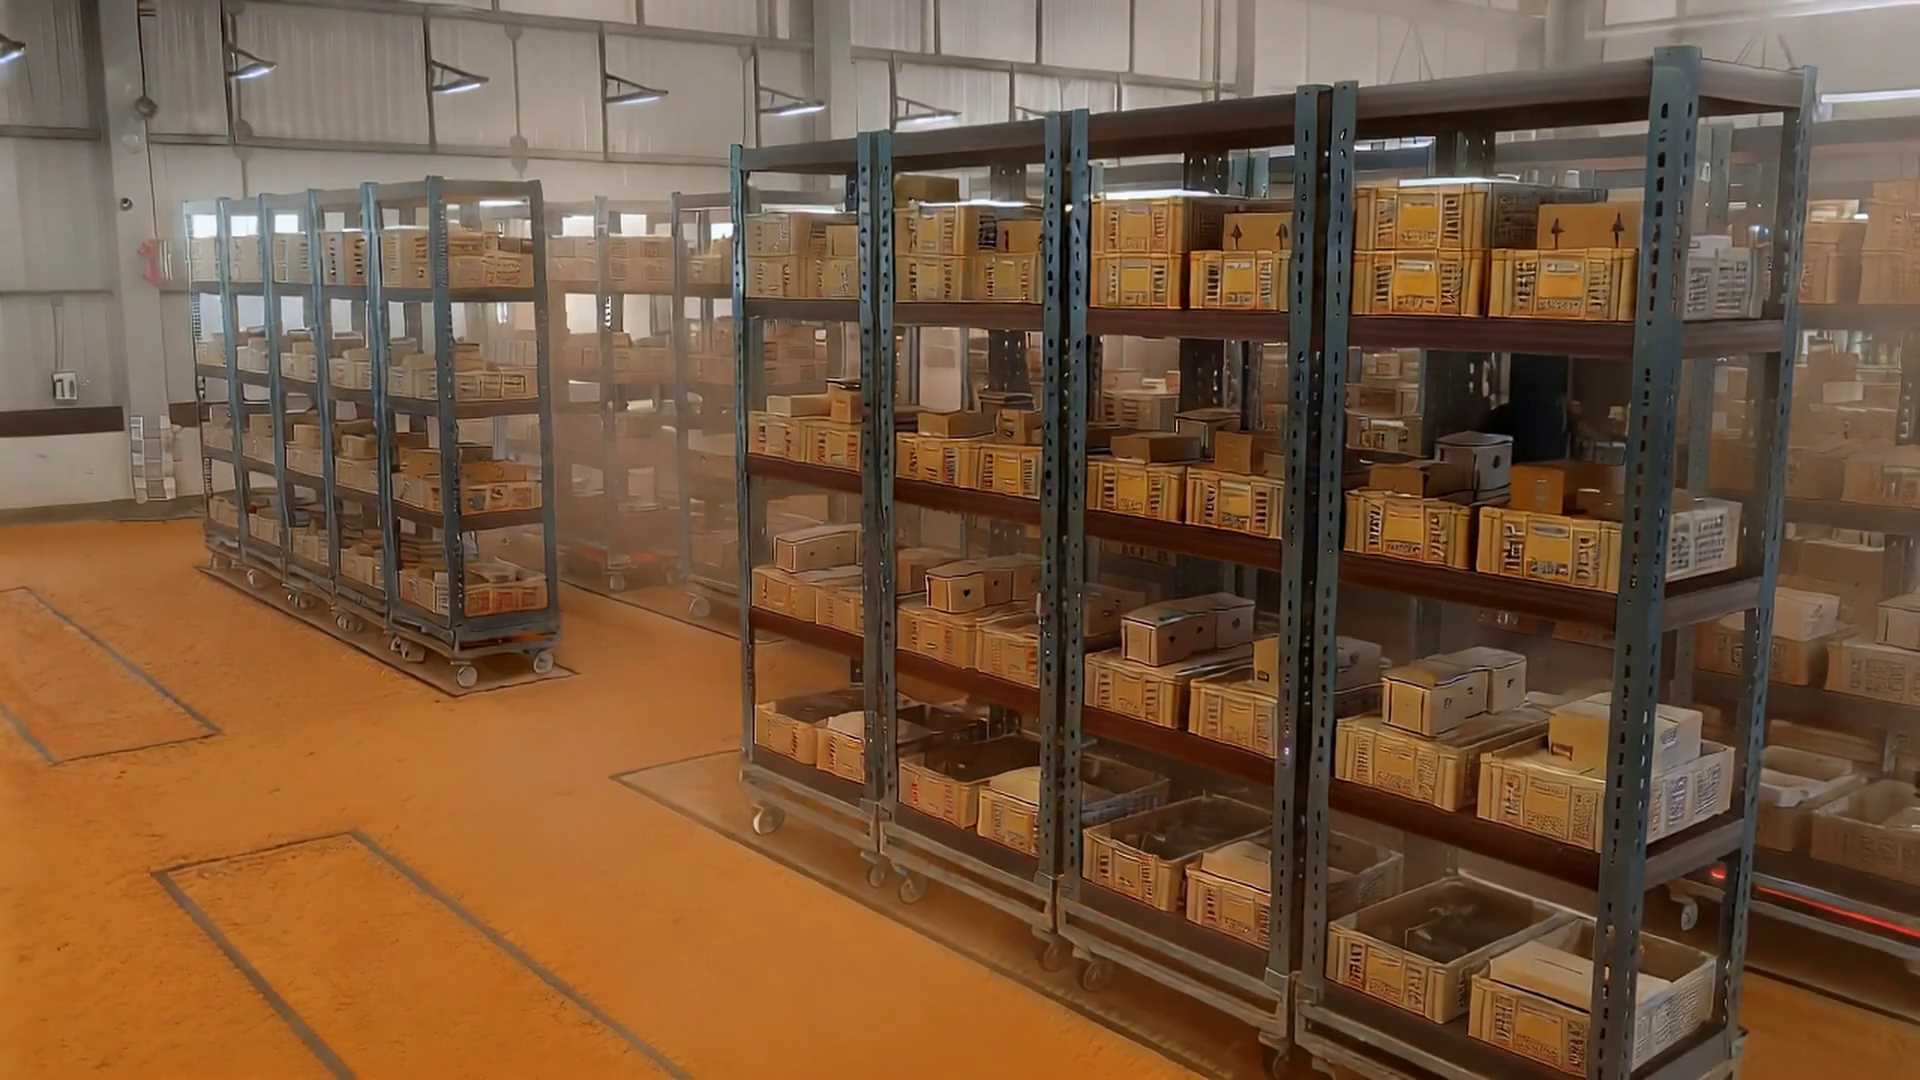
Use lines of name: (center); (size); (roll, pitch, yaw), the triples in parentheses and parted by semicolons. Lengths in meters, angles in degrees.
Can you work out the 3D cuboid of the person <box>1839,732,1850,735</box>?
person: (5.955, 0.337, 10.400); (0.619, 1.921, 1.072); (-9, 13, -44)
